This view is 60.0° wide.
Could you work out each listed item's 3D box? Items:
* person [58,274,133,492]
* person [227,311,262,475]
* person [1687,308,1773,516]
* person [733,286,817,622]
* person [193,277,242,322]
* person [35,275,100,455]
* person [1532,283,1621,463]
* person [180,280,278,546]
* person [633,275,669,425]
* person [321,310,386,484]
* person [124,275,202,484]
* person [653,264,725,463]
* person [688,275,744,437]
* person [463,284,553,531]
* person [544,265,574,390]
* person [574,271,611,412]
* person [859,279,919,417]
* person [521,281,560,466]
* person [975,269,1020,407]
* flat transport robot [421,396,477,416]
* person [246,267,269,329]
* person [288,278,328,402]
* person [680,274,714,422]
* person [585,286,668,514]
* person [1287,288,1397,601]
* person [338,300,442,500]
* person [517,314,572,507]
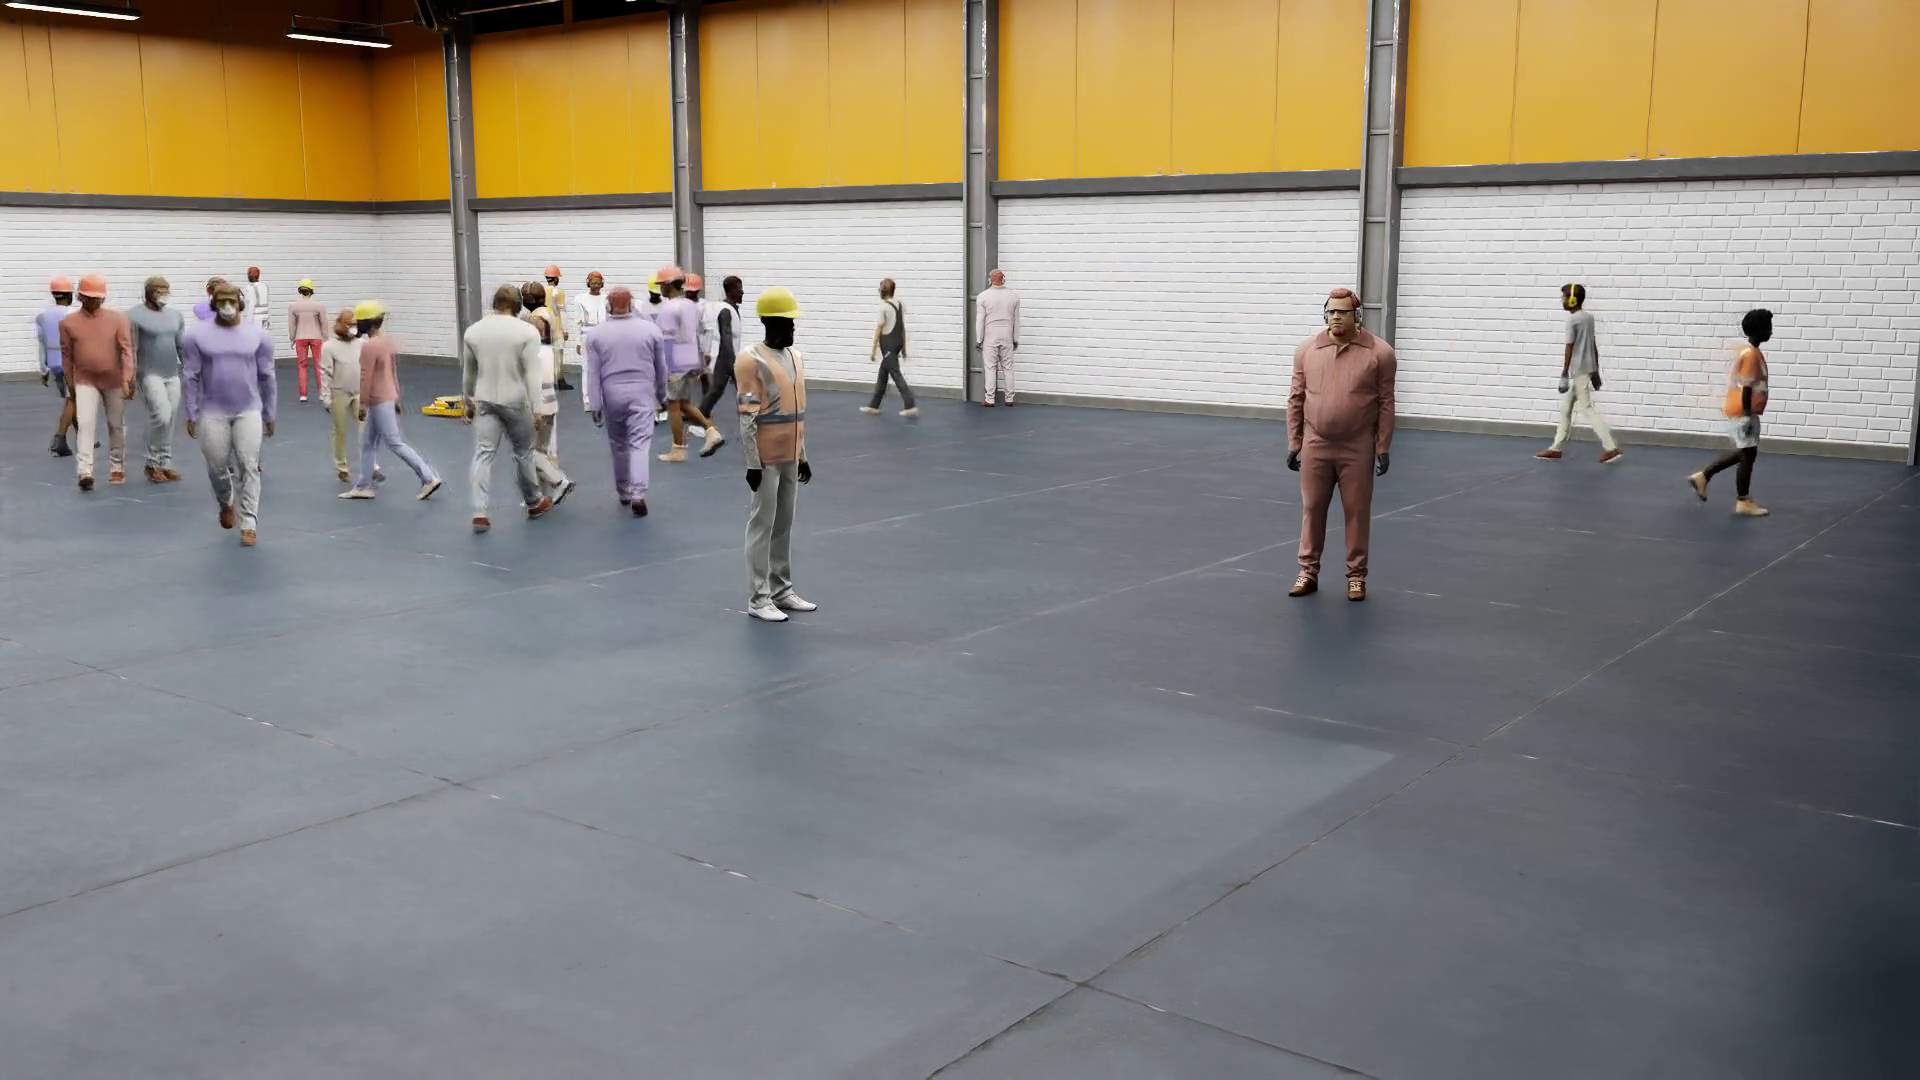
[{"bbox_3d":[-7.743,-1.409,14.948,0.598,1.925,1.017,-4,11,-22],"label":"person"},{"bbox_3d":[-6.953,-1.436,15.940,0.505,1.636,0.279,-7,12,-33],"label":"person"},{"bbox_3d":[6.289,-1.037,13.475,0.558,1.679,0.539,5,11,25],"label":"person"},{"bbox_3d":[-1.061,-0.503,9.661,0.366,1.927,0.585,5,11,26],"label":"person"},{"bbox_3d":[-8.930,-2.253,20.108,0.564,1.837,0.388,-2,10,-11],"label":"person"},{"bbox_3d":[-9.465,-1.852,17.624,0.558,1.897,0.958,1,10,8],"label":"person"},{"bbox_3d":[6.349,-1.688,16.898,0.897,1.826,0.505,7,12,37],"label":"person"},{"bbox_3d":[-5.320,-0.933,12.165,0.642,1.927,0.643,-4,11,-22],"label":"person"},{"bbox_3d":[-3.771,-2.370,20.768,0.599,1.855,0.989,0,10,2],"label":"person"},{"bbox_3d":[-5.545,-1.288,15.178,0.523,1.588,0.846,-8,13,-40],"label":"person"},{"bbox_3d":[-7.382,-1.478,15.384,0.489,1.913,0.633,4,10,21],"label":"person"},{"bbox_3d":[-2.782,-1.773,16.797,0.633,2.019,0.652,3,10,17],"label":"person"},{"bbox_3d":[-2.691,-2.114,19.218,0.988,1.876,0.617,1,10,3],"label":"person"},{"bbox_3d":[-3.525,-1.038,12.911,0.713,1.869,1.026,2,10,10],"label":"person"},{"bbox_3d":[-6.319,-3.298,25.902,0.542,1.939,0.361,5,11,27],"label":"person"},{"bbox_3d":[-4.901,-2.669,22.404,0.576,1.883,0.355,-5,11,-25],"label":"person"},{"bbox_3d":[-0.907,-2.507,21.722,0.957,1.801,0.525,6,11,29],"label":"person"},{"bbox_3d":[-4.206,-1.650,16.597,0.428,1.839,0.631,-2,10,-11],"label":"person"},{"bbox_3d":[0.509,-2.789,23.046,0.643,1.905,0.399,-3,10,-18],"label":"person"},{"bbox_3d":[-6.367,-1.821,22.149,0.652,0.197,1.431,8,12,37],"label":"flat transport robot"},{"bbox_3d":[-12.731,-3.998,30.143,0.365,1.879,0.596,2,10,10],"label":"person"},{"bbox_3d":[-9.344,-2.864,23.880,0.534,1.767,0.314,-3,10,-14],"label":"person"},{"bbox_3d":[-3.364,-2.429,21.072,0.553,1.855,0.998,2,10,13],"label":"person"},{"bbox_3d":[-2.732,-1.152,13.676,0.645,1.858,1.019,-1,10,-8],"label":"person"},{"bbox_3d":[2.308,-0.578,10.162,0.651,1.906,0.403,4,11,23],"label":"person"},{"bbox_3d":[-4.905,-1.193,14.245,0.871,1.725,0.515,-1,10,-4],"label":"person"},{"bbox_3d":[-3.453,-1.047,13.727,0.443,1.626,0.516,2,10,14],"label":"person"}]
